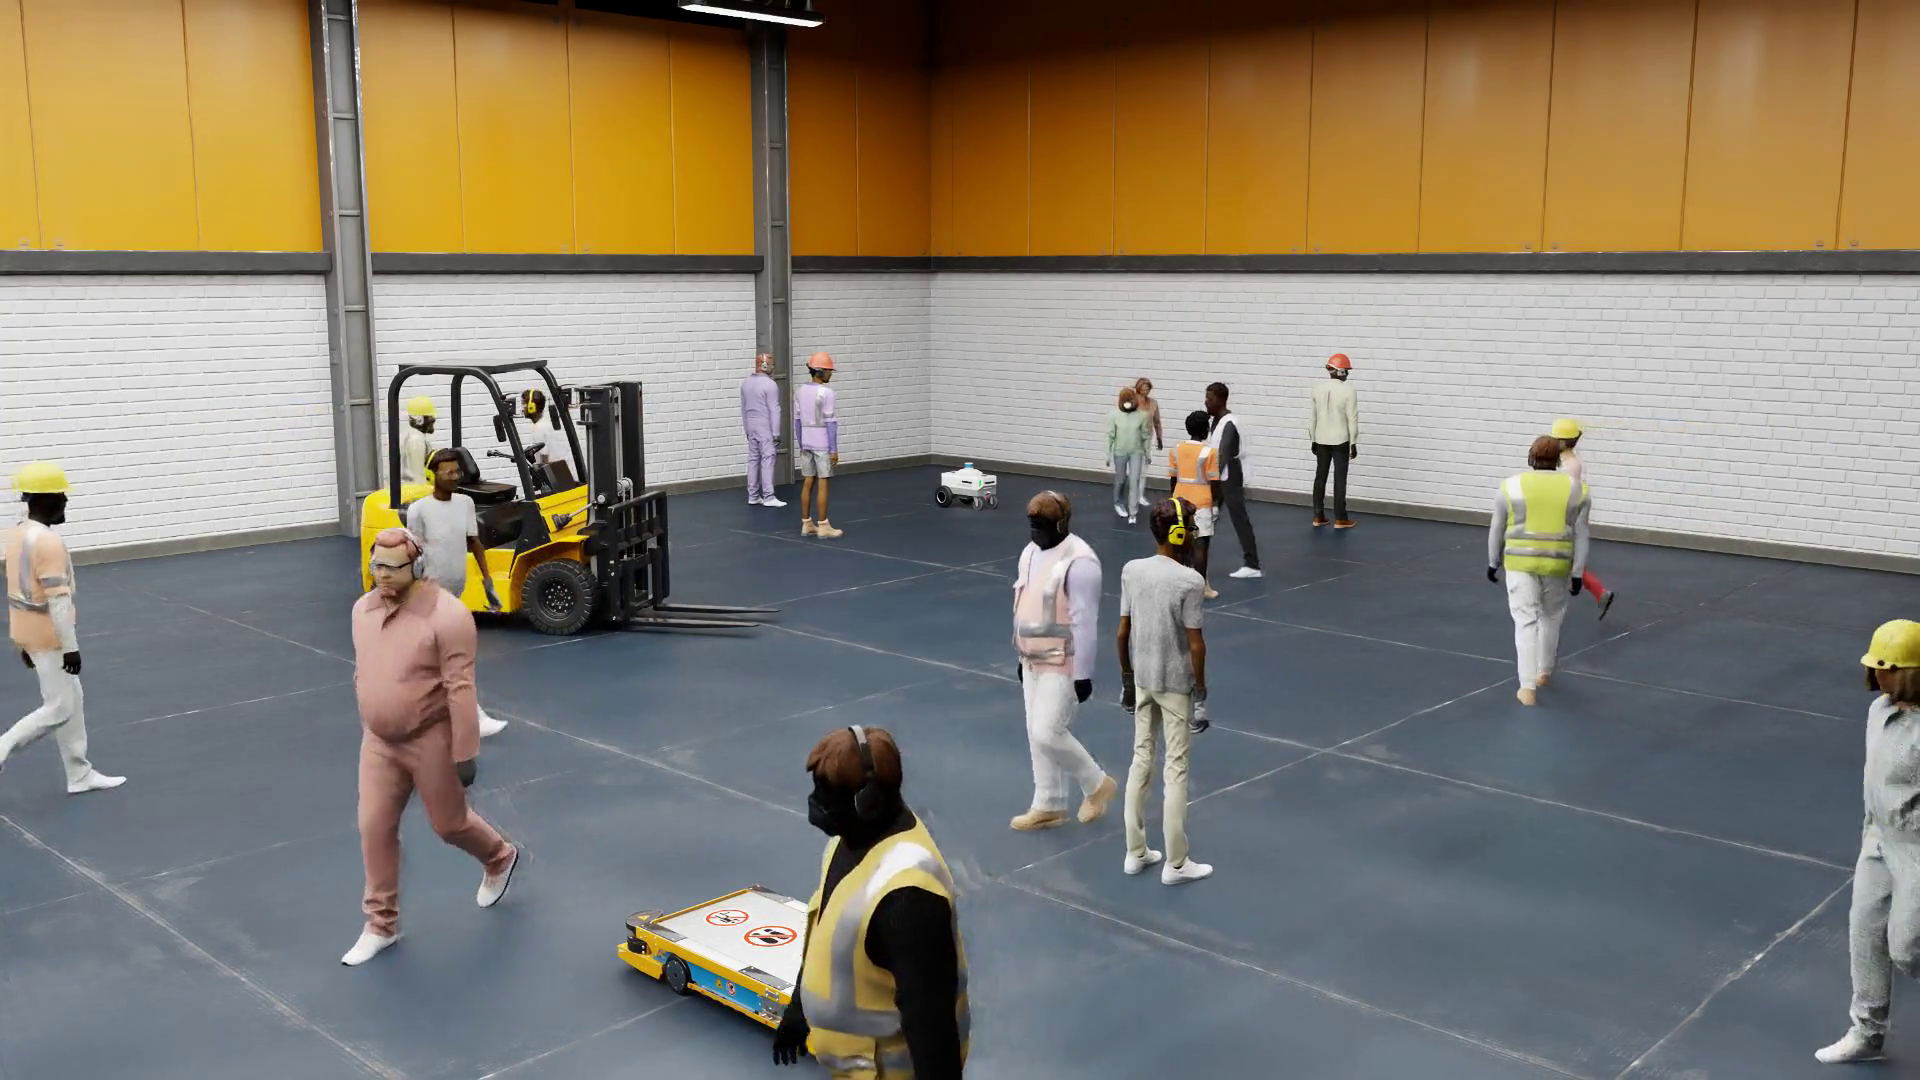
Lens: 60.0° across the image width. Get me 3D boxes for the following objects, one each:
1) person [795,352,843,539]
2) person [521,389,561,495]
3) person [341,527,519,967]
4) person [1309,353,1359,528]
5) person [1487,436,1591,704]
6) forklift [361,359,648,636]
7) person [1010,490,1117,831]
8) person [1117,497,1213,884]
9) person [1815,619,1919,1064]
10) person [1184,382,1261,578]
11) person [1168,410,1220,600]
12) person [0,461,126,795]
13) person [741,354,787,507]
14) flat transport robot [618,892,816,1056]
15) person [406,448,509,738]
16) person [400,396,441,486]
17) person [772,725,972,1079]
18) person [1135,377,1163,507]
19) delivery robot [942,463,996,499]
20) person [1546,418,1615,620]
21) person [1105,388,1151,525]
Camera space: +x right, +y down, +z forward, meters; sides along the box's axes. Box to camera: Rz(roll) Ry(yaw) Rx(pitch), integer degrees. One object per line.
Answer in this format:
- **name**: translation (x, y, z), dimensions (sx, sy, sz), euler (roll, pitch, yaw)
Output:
- **person**: translation (-1.544, -1.039, 18.291), dimensions (0.396, 2.038, 0.611), euler (-9, 13, -44)
- **person**: translation (-3.838, -0.522, 15.804), dimensions (0.869, 1.830, 0.521), euler (0, 9, 1)
- **person**: translation (-2.340, 0.841, 7.299), dimensions (0.646, 1.868, 0.877), euler (4, 10, 21)
- **person**: translation (4.285, -1.135, 19.025), dimensions (0.395, 1.988, 0.614), euler (-9, 13, -44)
- **person**: translation (3.979, 0.176, 11.525), dimensions (0.637, 1.804, 0.865), euler (2, 9, 10)
- **forklift**: translation (-3.850, -0.407, 13.936), dimensions (2.313, 2.155, 1.214), euler (2, 9, 11)
- **person**: translation (0.502, 0.638, 8.671), dimensions (0.467, 1.821, 0.656), euler (-4, 10, -24)
- **person**: translation (0.989, 0.722, 8.036), dimensions (0.323, 1.862, 0.518), euler (-9, 13, -44)
- **person**: translation (3.509, 1.119, 6.036), dimensions (0.601, 1.715, 0.524), euler (0, 9, -2)
- **person**: translation (2.432, -0.554, 15.847), dimensions (0.997, 1.868, 0.607), euler (-2, 9, -11)
- **person**: translation (2.101, -0.315, 14.890), dimensions (0.320, 1.697, 0.537), euler (-9, 13, -44)
- **person**: translation (-5.078, 0.523, 9.117), dimensions (0.750, 1.907, 0.600), euler (-8, 12, -40)
- **person**: translation (-2.429, -1.361, 20.679), dimensions (0.400, 1.903, 0.644), euler (-9, 13, -44)
- **flat transport robot**: translation (-0.708, 1.722, 6.767), dimensions (1.431, 0.197, 0.652), euler (9, 13, 43)
- **person**: translation (-3.164, 0.339, 10.482), dimensions (0.960, 1.833, 0.508), euler (5, 10, 26)
- **person**: translation (-4.938, -0.400, 15.044), dimensions (0.572, 1.811, 0.604), euler (-4, 10, -22)
- **person**: translation (-0.290, 1.359, 4.298), dimensions (0.804, 1.811, 0.654), euler (-2, 9, -10)
- **person**: translation (2.258, -1.212, 20.618), dimensions (0.610, 1.609, 0.503), euler (-7, 12, -38)
- **delivery robot**: translation (0.111, -0.710, 20.525), dimensions (0.707, 0.478, 0.477), euler (9, 13, 43)
- **person**: translation (5.033, -0.144, 13.691), dimensions (0.697, 1.743, 0.527), euler (2, 10, 13)
- **person**: translation (1.968, -1.007, 19.505), dimensions (0.553, 1.581, 0.830), euler (0, 9, 1)
